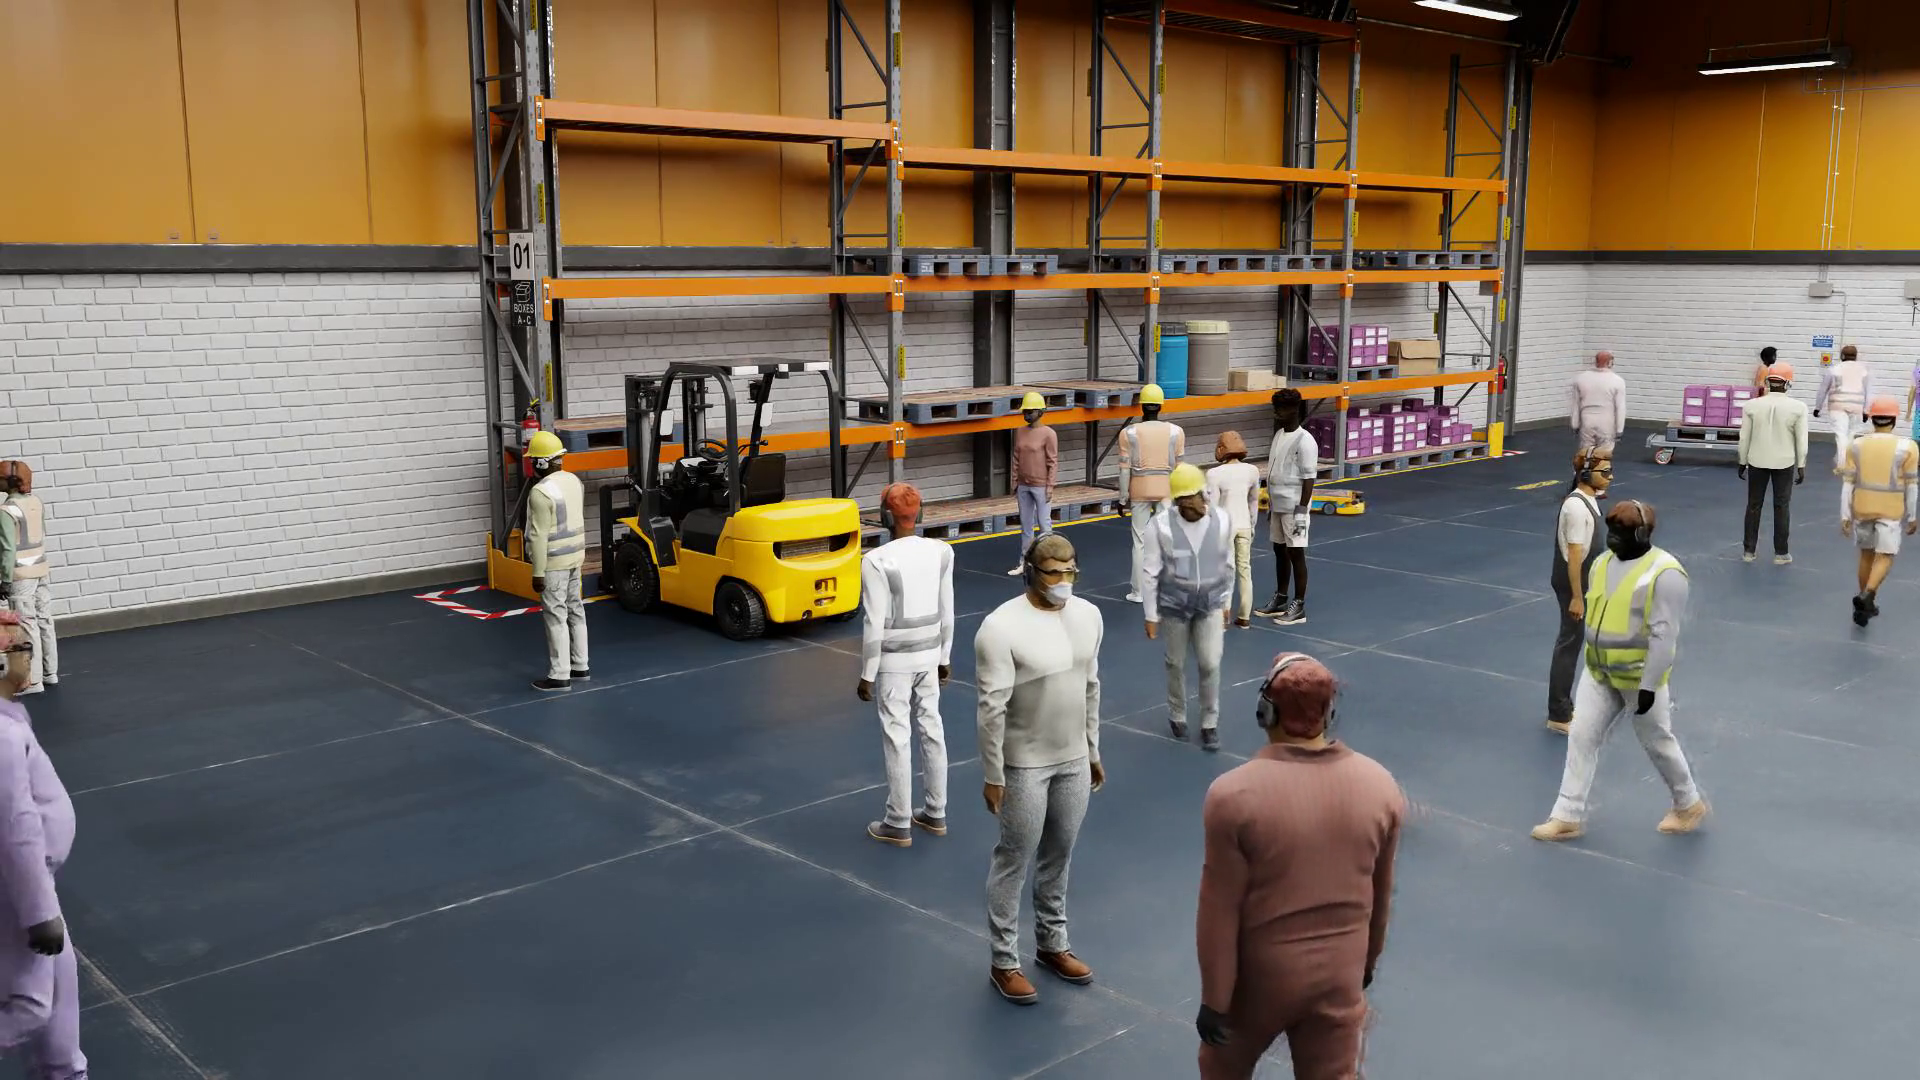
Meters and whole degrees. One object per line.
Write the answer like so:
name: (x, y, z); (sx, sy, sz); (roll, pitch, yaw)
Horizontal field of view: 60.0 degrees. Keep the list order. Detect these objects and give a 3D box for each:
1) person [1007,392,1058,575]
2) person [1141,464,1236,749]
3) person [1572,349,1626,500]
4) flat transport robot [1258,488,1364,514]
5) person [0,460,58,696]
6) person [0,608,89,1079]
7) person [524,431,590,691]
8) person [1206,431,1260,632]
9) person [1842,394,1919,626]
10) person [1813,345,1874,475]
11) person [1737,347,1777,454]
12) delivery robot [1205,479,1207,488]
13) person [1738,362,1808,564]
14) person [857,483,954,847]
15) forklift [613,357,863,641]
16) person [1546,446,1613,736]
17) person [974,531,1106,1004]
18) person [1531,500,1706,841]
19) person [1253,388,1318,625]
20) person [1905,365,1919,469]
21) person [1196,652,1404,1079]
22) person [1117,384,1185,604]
person: (0.689, -0.512, 15.684); (0.525, 1.769, 0.313); (9, 13, 43)
person: (1.410, 0.403, 10.247); (0.611, 1.787, 0.666); (0, 10, -3)
person: (7.923, -1.425, 20.659); (0.660, 1.886, 0.541); (9, 13, 43)
flat transport robot: (4.082, -0.476, 19.841); (1.431, 0.197, 0.652); (2, 10, 12)
person: (-6.492, 0.256, 11.538); (0.307, 1.645, 0.517); (-1, 10, -3)
person: (-3.237, 1.164, 5.536); (0.781, 1.880, 0.648); (-7, 12, -36)
person: (-2.844, 0.145, 11.682); (0.404, 1.823, 0.591); (2, 10, 14)
person: (2.193, -0.071, 13.489); (0.497, 1.633, 0.289); (-4, 11, -24)
person: (7.535, -0.242, 13.693); (0.834, 1.913, 0.551); (-9, 13, -42)
person: (12.356, -1.824, 23.296); (0.647, 1.779, 0.971); (2, 10, 10)
person: (12.283, -2.097, 25.240); (0.833, 1.652, 0.548); (3, 10, 20)
delivery robot: (3.006, -0.562, 19.239); (0.707, 0.478, 0.477); (0, 10, 1)
person: (8.043, -0.762, 16.470); (0.625, 1.992, 0.389); (7, 12, 35)
person: (-0.276, 0.638, 8.602); (0.585, 1.882, 0.337); (-8, 13, -39)
forklift: (-1.847, -0.414, 13.852); (1.214, 2.155, 2.313); (-9, 13, -42)
person: (3.934, 0.320, 10.578); (0.327, 1.843, 0.516); (4, 11, 24)
person: (0.339, 0.913, 6.836); (0.635, 1.936, 0.353); (-7, 12, -37)
person: (3.500, 0.678, 8.630); (0.949, 1.802, 0.624); (-4, 11, -23)
person: (2.714, -0.284, 13.782); (0.368, 1.959, 0.602); (-3, 10, -17)
person: (13.421, -1.788, 22.977); (0.580, 1.824, 0.634); (9, 13, 43)
person: (0.951, 1.249, 5.036); (0.666, 1.877, 0.793); (-3, 10, -15)
person: (1.661, -0.395, 14.522); (0.586, 1.928, 0.369); (-1, 10, -5)
